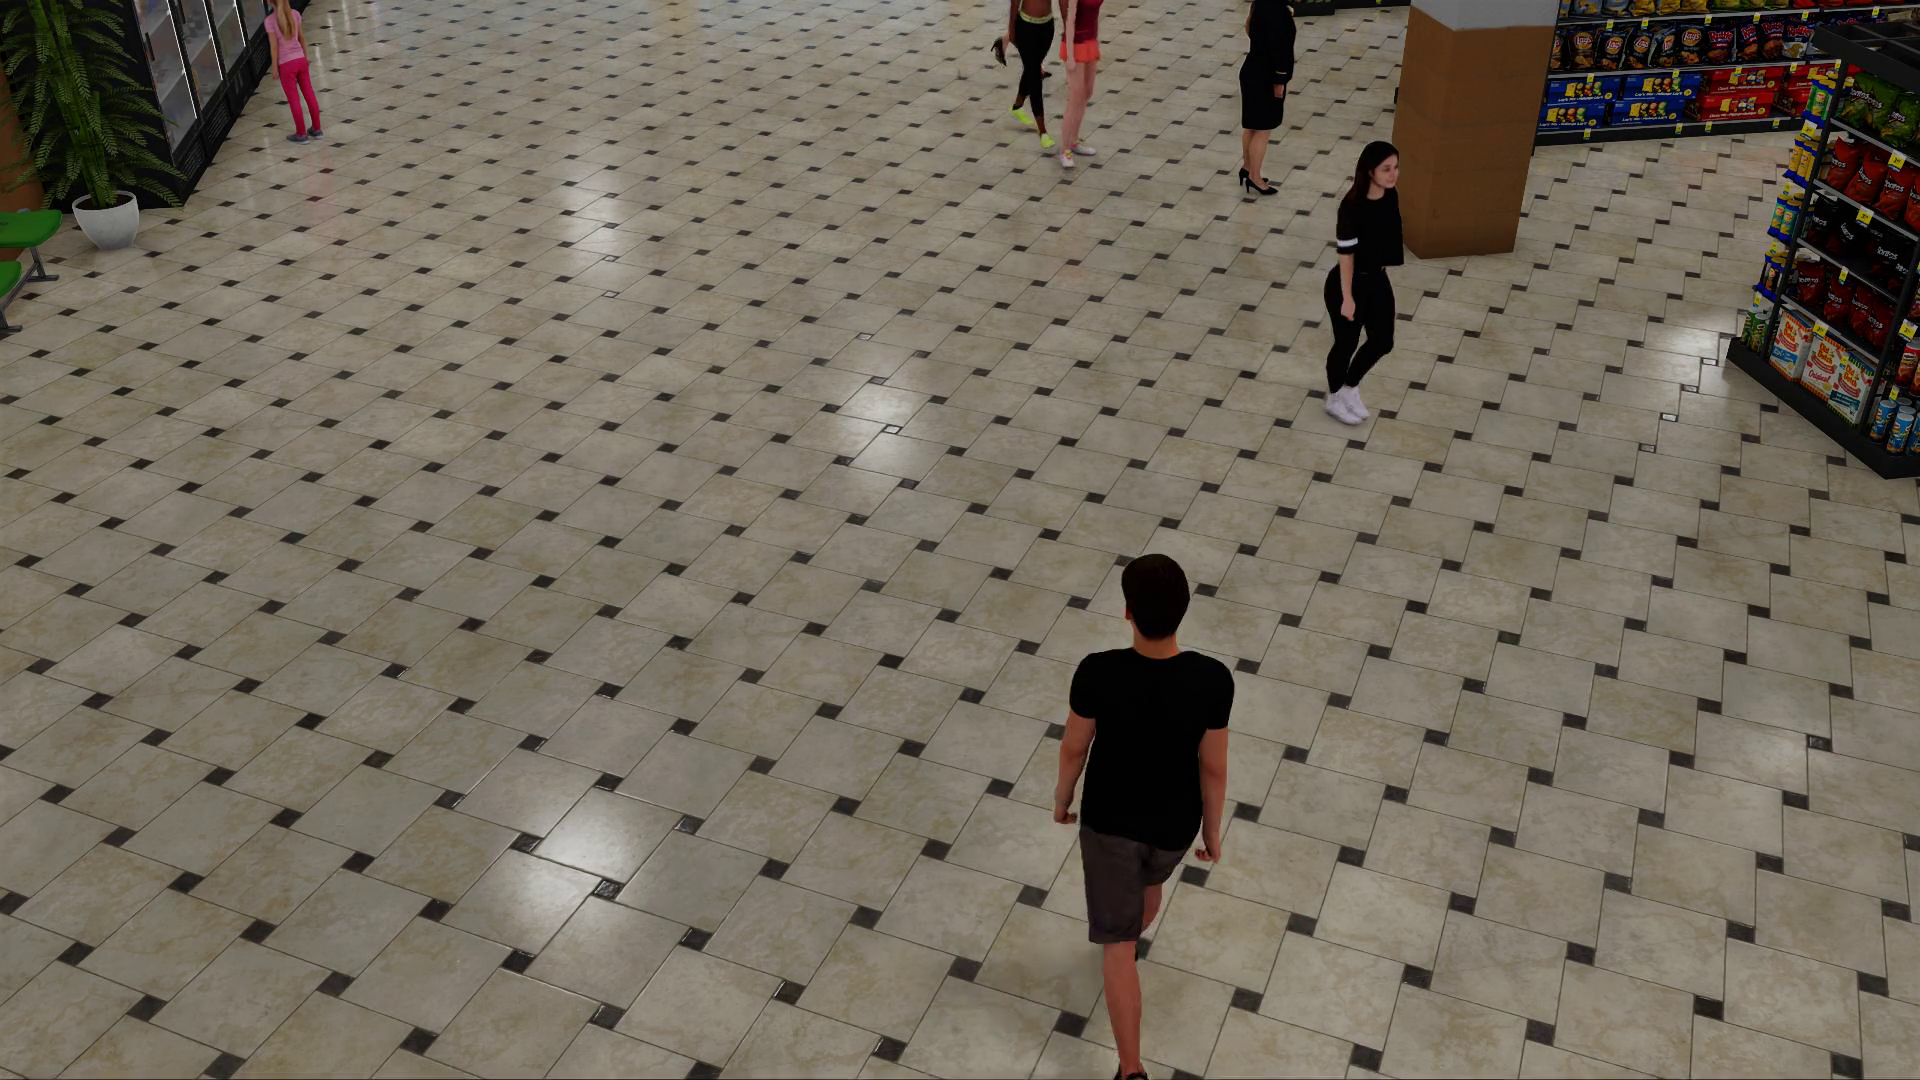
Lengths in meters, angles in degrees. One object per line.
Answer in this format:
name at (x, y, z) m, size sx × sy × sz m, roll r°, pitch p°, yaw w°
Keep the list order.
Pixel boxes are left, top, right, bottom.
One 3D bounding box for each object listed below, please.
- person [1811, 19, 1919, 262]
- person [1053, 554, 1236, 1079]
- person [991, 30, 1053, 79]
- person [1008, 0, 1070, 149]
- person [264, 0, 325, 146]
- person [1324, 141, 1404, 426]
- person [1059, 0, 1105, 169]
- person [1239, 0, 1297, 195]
person at (5.941, -2.530, 10.811) m, size 0.613 × 1.687 × 0.744 m, roll -20°, pitch 37°, yaw -29°
person at (0.562, 0.925, 5.122) m, size 1.223 × 1.831 × 0.848 m, roll -1°, pitch 32°, yaw -2°
person at (0.561, -4.907, 14.584) m, size 0.774 × 1.736 × 0.576 m, roll -7°, pitch 33°, yaw -11°
person at (0.561, -4.027, 13.205) m, size 1.144 × 1.699 × 0.777 m, roll -11°, pitch 34°, yaw -18°
person at (-5.331, -3.815, 13.270) m, size 0.645 × 1.270 × 0.585 m, roll 20°, pitch 37°, yaw 29°
person at (2.113, -1.395, 9.044) m, size 0.662 × 1.626 × 0.763 m, roll -21°, pitch 38°, yaw -30°
person at (0.914, -3.771, 12.756) m, size 0.820 × 1.739 × 0.769 m, roll 16°, pitch 35°, yaw 23°
person at (2.239, -3.382, 12.195) m, size 0.629 × 1.671 × 0.710 m, roll -3°, pitch 32°, yaw -5°
